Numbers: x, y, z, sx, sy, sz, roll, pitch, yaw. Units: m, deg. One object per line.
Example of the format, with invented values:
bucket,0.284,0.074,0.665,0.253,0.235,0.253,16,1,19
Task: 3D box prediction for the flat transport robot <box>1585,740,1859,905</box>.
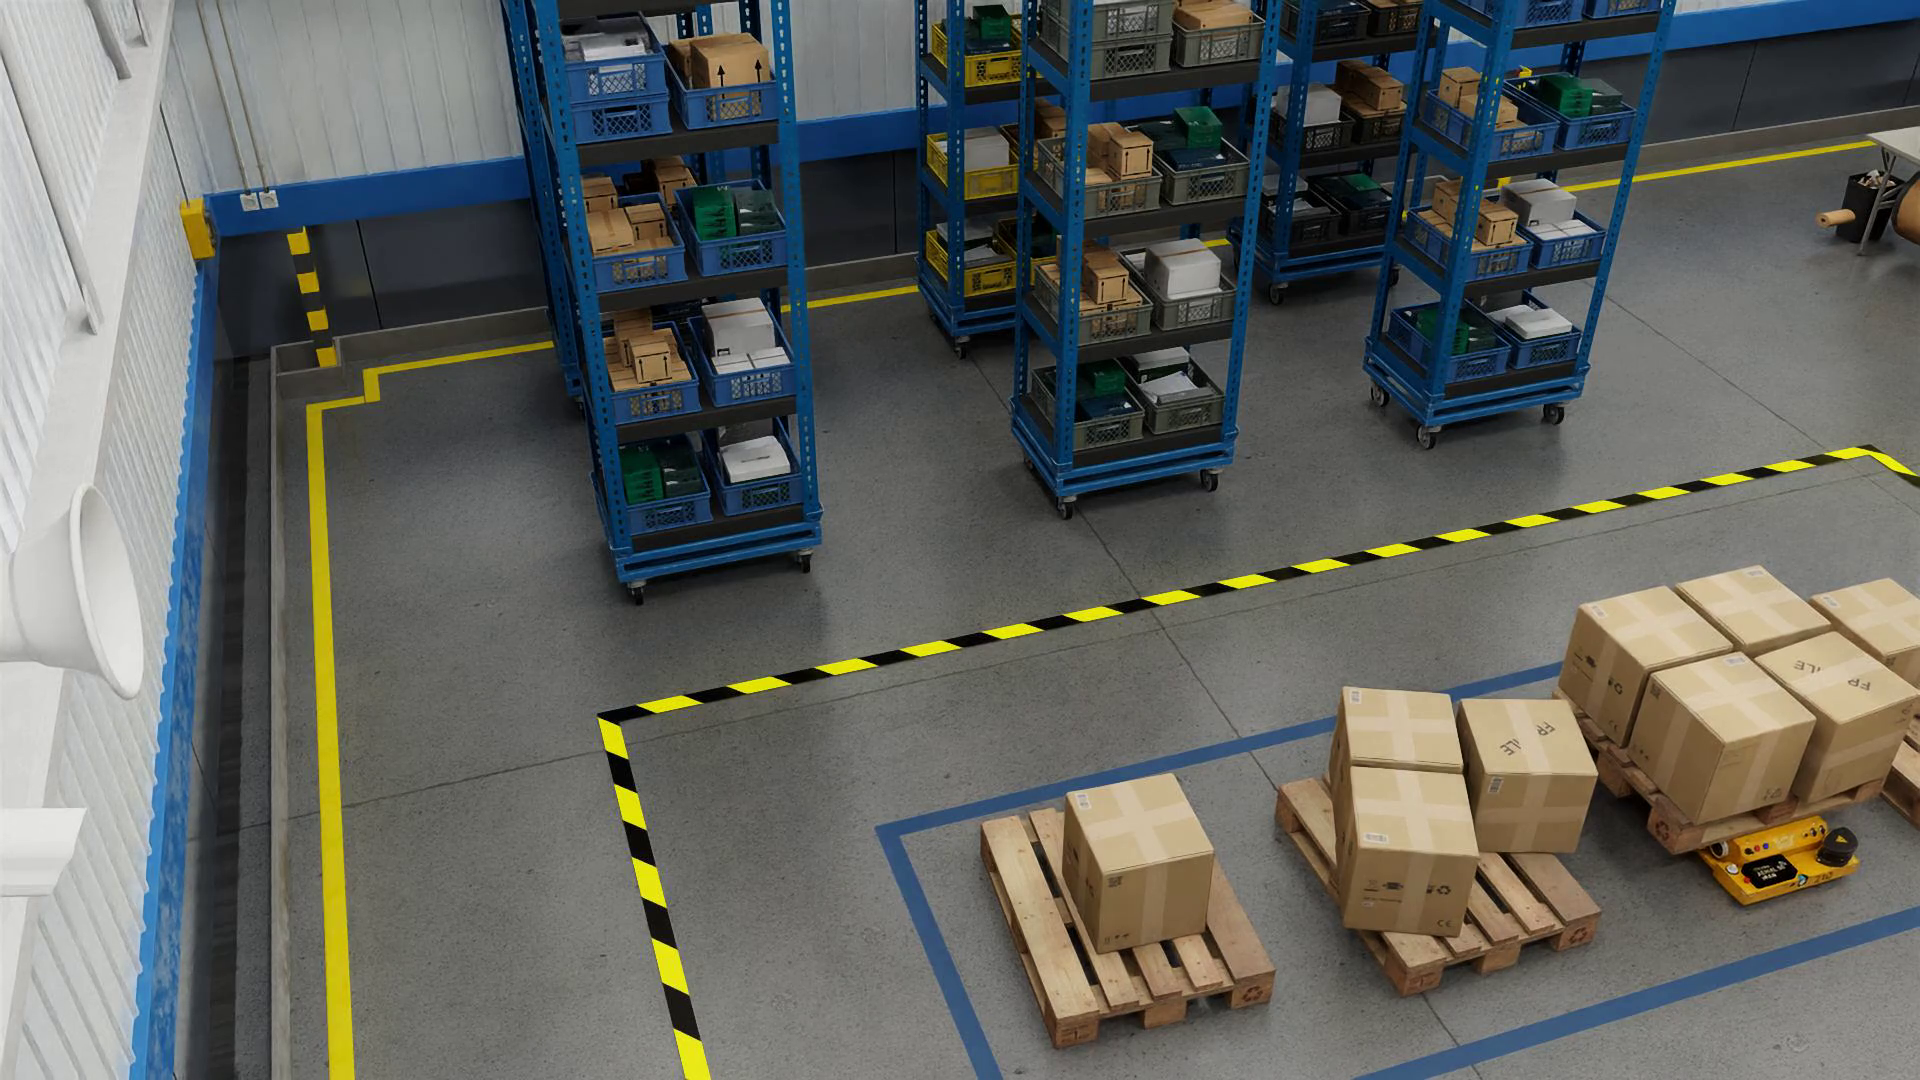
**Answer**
flat transport robot,3.736,1.185,8.351,0.652,0.197,1.431,-11,37,-15
